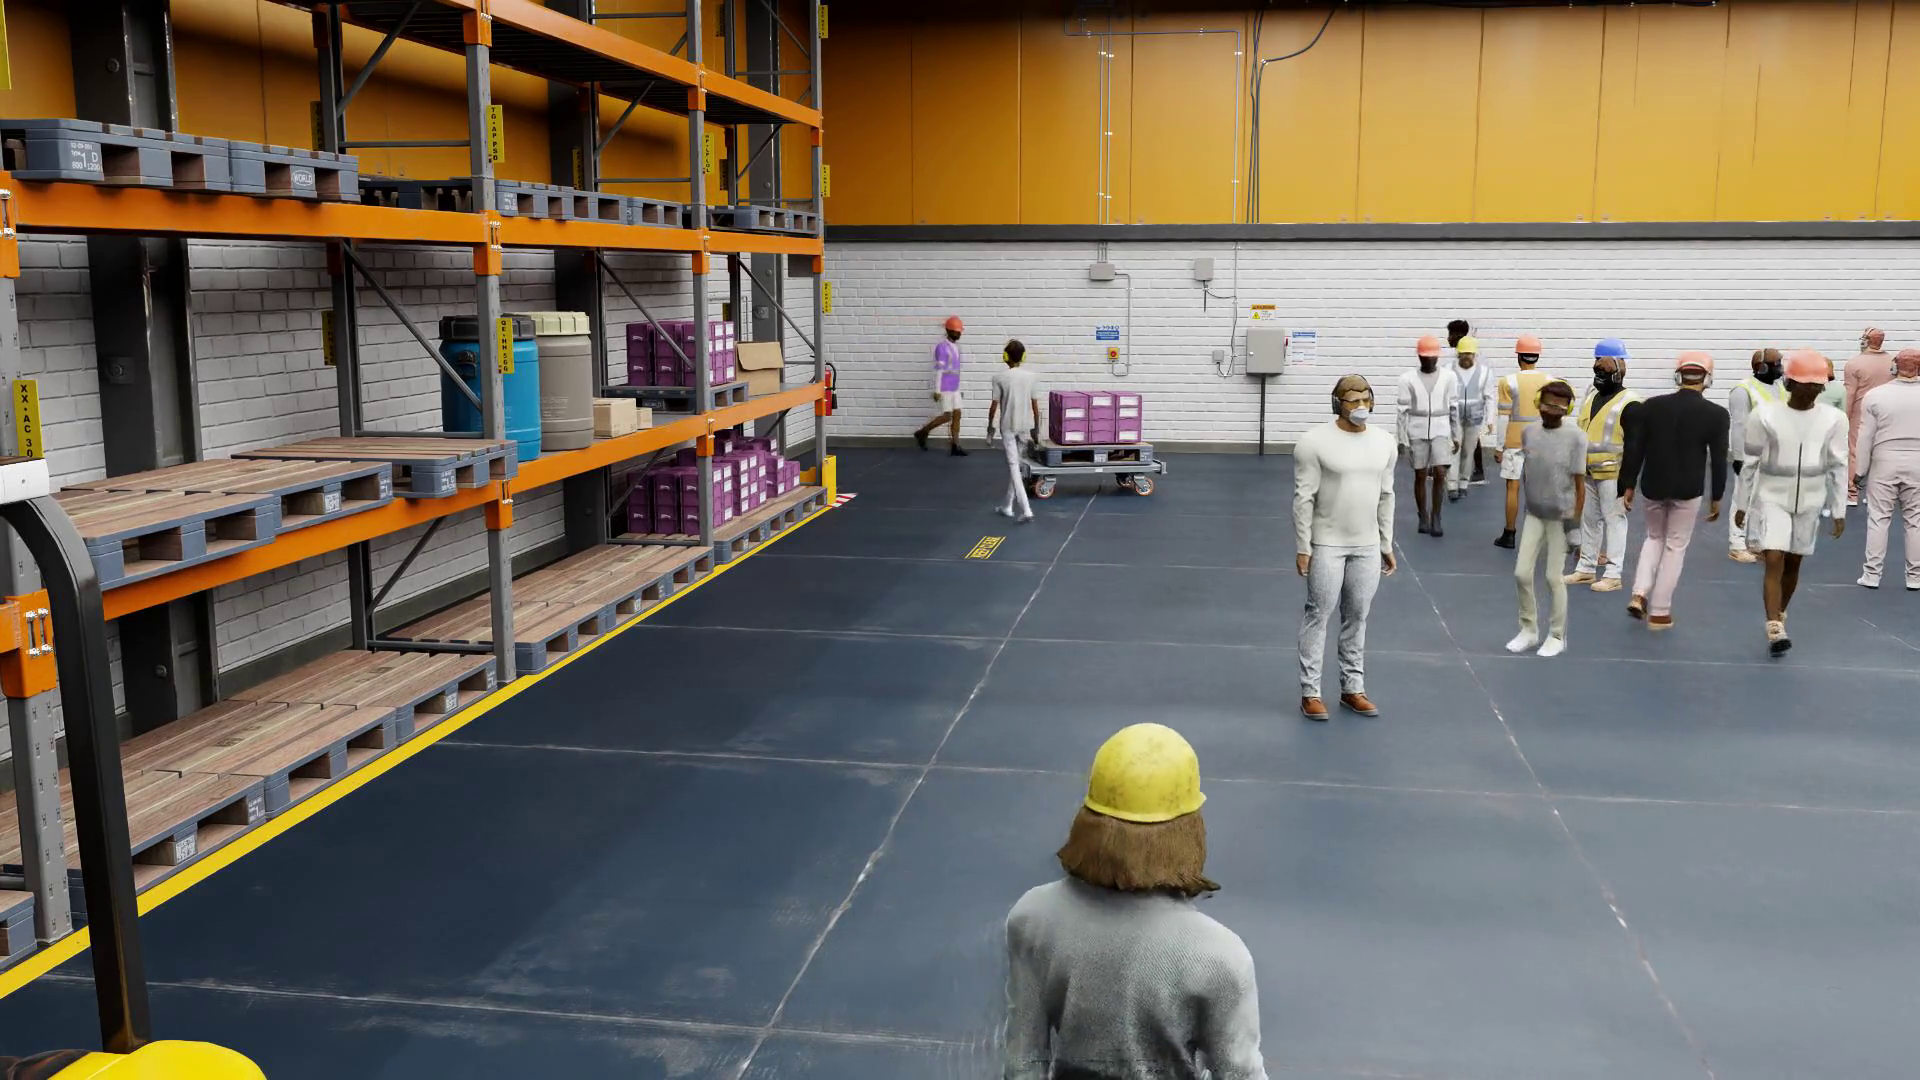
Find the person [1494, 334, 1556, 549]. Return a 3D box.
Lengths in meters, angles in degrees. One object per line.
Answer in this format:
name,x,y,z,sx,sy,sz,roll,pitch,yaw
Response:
person,5.088,-0.883,15.011,0.545,1.938,0.356,-1,9,-4

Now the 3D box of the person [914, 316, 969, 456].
person,-0.216,-2.077,22.467,0.664,1.910,0.578,5,10,28

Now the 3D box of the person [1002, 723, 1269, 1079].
person,0.310,1.175,3.066,0.501,1.697,0.911,7,11,35

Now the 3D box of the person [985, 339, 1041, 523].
person,0.548,-1.096,16.672,0.533,1.833,0.951,-4,10,-23

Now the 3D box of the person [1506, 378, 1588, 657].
person,3.816,-0.129,10.710,0.534,1.822,0.536,-8,12,-39

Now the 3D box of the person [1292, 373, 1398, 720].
person,2.160,0.037,9.331,0.627,1.940,0.370,-2,10,-15

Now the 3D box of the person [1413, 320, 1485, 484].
person,5.786,-1.612,19.537,0.907,1.922,0.622,1,9,7

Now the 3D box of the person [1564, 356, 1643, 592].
person,5.055,-0.522,13.082,0.429,1.844,0.625,-3,10,-19

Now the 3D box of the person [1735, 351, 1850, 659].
person,5.438,-0.226,10.819,0.625,1.978,1.046,2,9,14

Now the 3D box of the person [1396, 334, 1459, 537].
person,4.403,-0.973,15.645,0.587,1.904,0.778,2,9,12

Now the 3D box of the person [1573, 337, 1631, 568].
person,5.448,-0.750,14.158,0.406,1.947,0.606,3,10,17

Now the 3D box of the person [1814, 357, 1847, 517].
person,8.739,-1.046,16.952,0.497,1.633,0.284,1,9,7

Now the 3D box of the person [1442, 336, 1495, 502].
person,5.483,-1.306,18.054,0.614,1.786,0.888,2,9,12

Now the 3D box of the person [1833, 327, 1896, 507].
person,9.629,-1.304,17.689,0.645,1.913,0.409,-1,9,-8

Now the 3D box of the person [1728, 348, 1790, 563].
person,6.908,-0.730,14.355,0.633,1.845,0.429,-5,10,-27

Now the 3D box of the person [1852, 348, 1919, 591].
person,7.380,-0.552,13.070,0.654,1.904,0.406,3,10,18

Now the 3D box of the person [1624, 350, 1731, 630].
person,5.006,-0.340,11.607,0.642,1.952,0.500,8,12,41

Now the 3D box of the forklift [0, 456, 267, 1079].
forklift,-2.328,0.975,2.765,2.313,2.155,1.214,1,9,9
